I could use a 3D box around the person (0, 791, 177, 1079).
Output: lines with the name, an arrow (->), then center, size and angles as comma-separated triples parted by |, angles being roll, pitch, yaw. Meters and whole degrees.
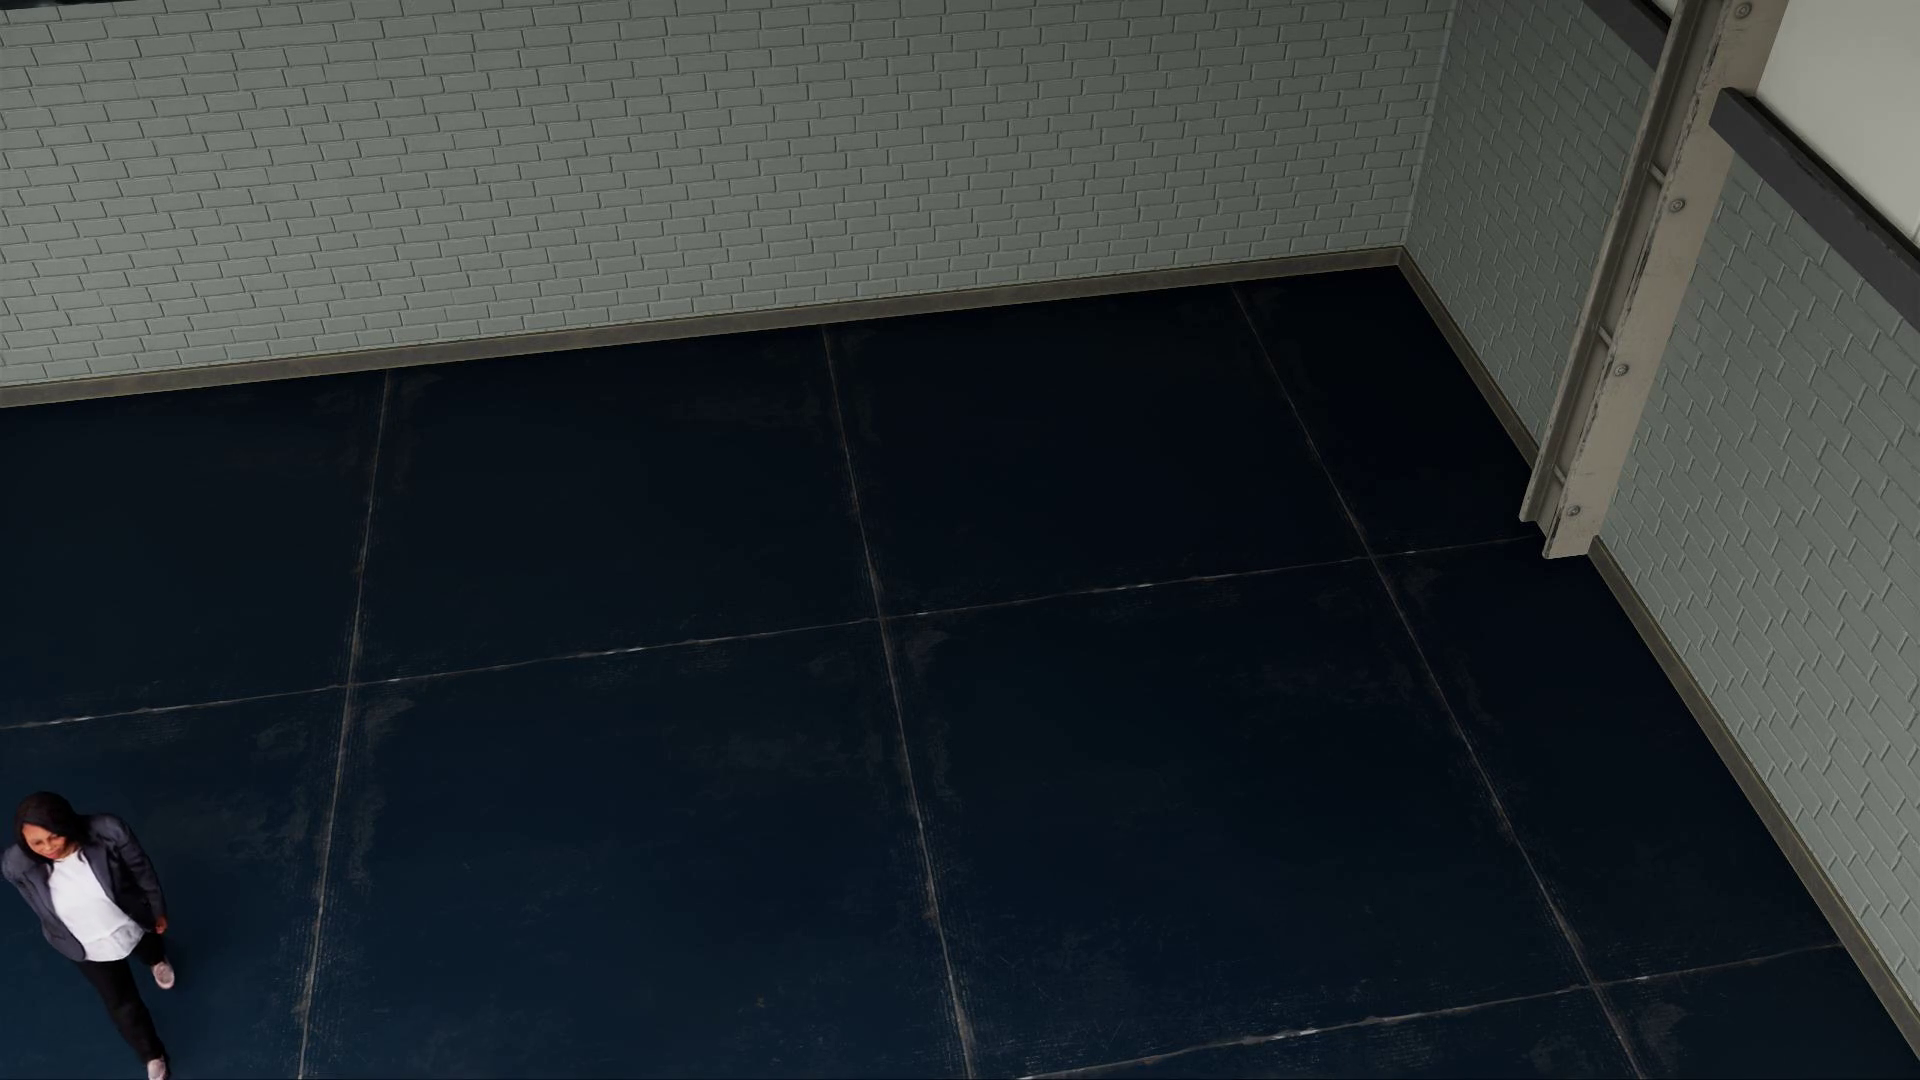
person -> -3.751, 1.605, 7.314 | 0.951, 1.547, 1.174 | -26, 49, -25
